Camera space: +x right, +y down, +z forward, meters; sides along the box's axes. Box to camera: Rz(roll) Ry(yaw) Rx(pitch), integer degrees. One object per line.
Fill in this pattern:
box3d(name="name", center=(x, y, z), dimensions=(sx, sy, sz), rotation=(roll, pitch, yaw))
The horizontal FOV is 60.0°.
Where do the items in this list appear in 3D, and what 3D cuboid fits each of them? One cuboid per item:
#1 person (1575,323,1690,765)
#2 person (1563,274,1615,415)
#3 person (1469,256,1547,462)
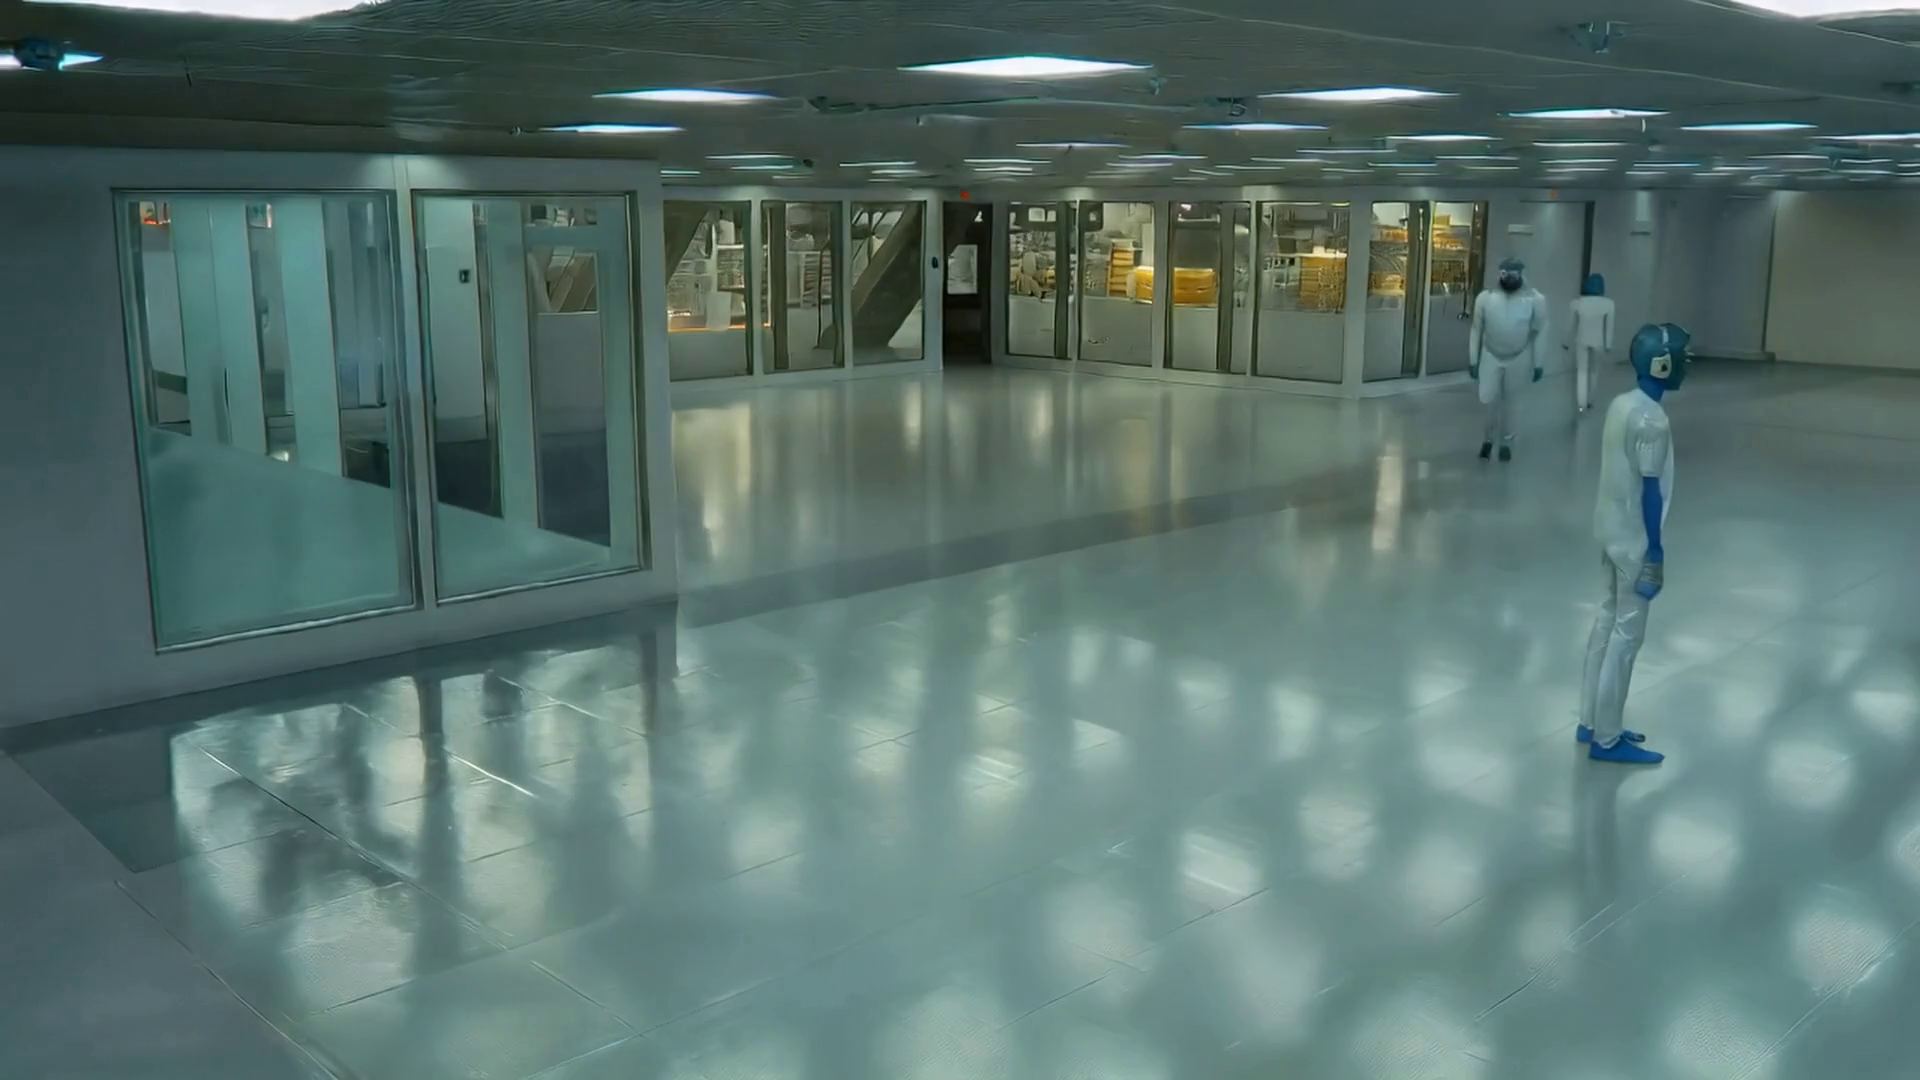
box3d(name="person", center=(2.839, 0.021, 7.003), dimensions=(0.328, 1.861, 0.502), rotation=(0, 11, 1))
box3d(name="person", center=(7.145, -2.227, 18.917), dimensions=(0.515, 1.587, 0.873), rotation=(4, 12, 18))
box3d(name="person", center=(4.986, -1.631, 15.180), dimensions=(0.680, 1.879, 0.762), rotation=(4, 12, 20))
